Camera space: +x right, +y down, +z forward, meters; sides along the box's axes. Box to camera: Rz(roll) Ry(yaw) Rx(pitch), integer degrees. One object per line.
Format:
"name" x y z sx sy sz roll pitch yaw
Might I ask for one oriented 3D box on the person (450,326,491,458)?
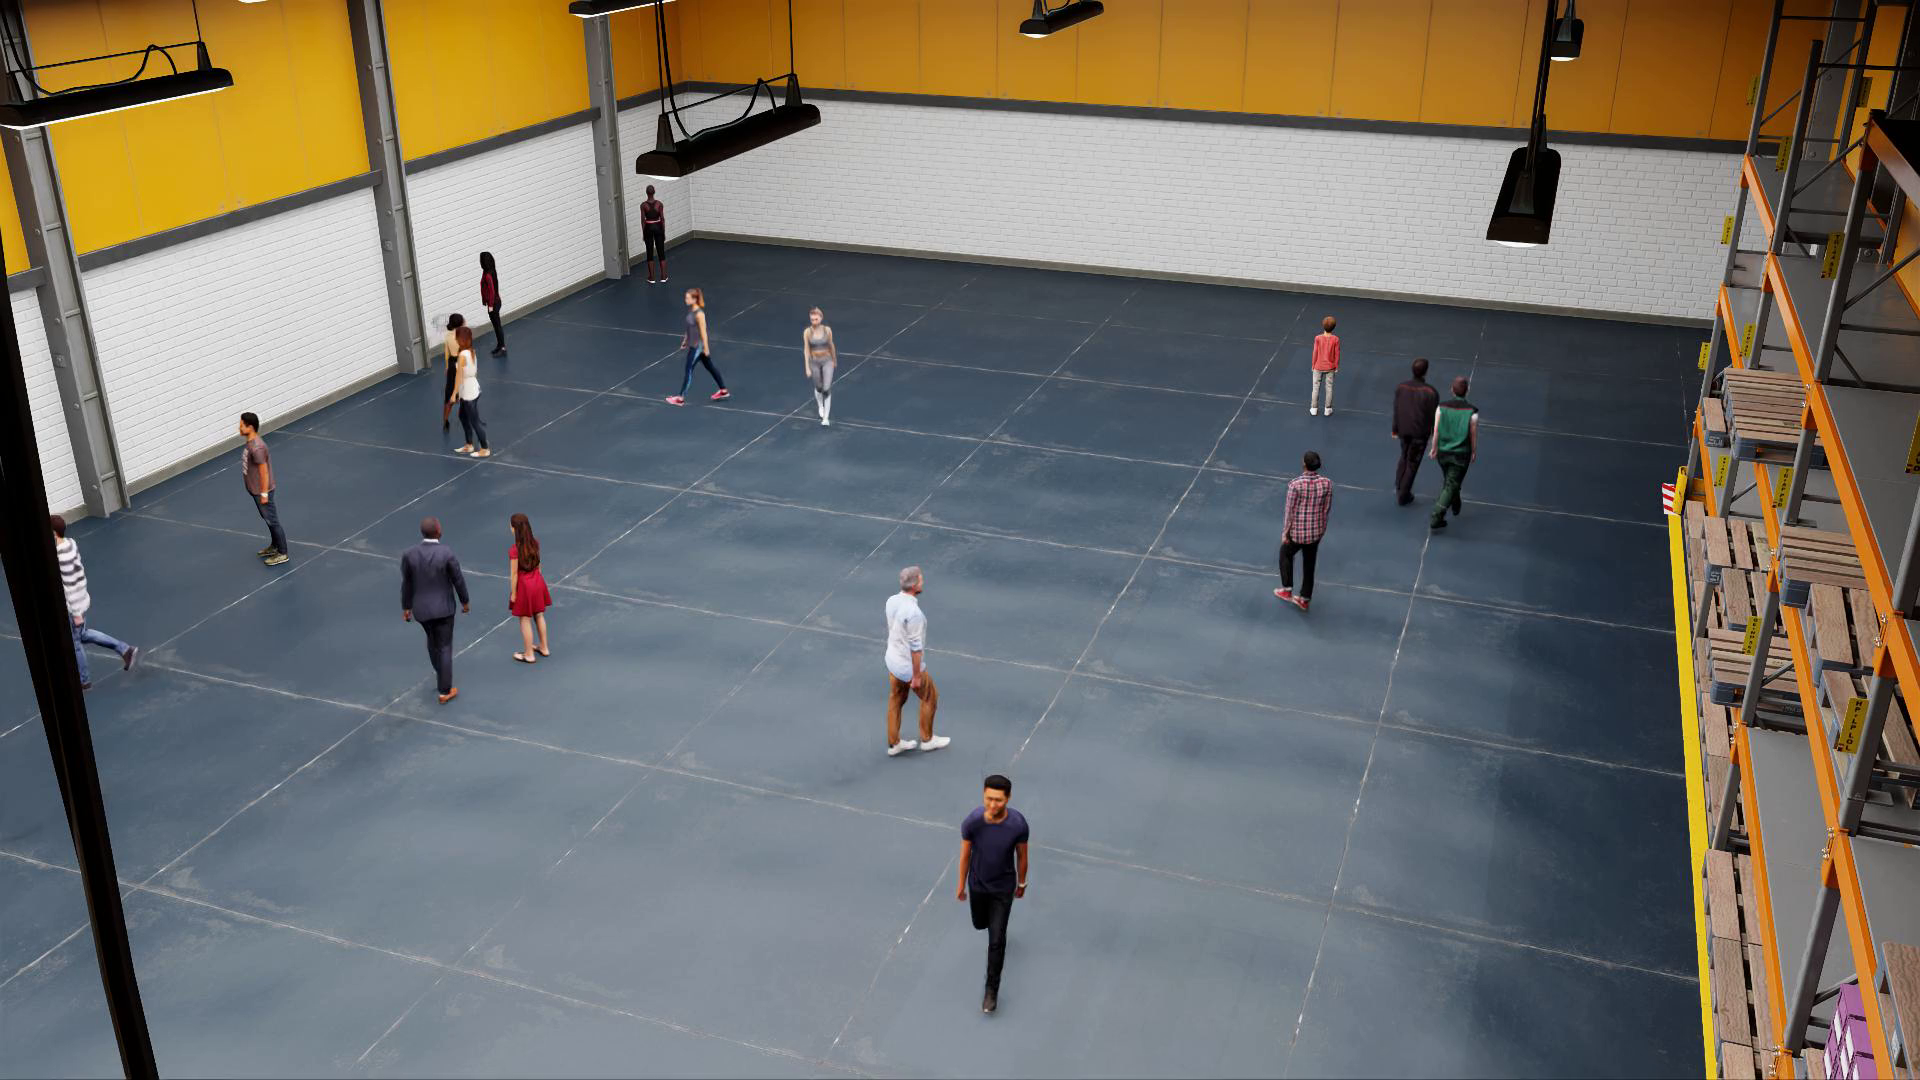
"person" -6.312 -1.909 21.690 0.815 1.770 0.770 -2 24 -4

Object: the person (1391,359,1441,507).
"person" 5.470 -1.287 20.202 0.878 1.824 0.858 -22 32 -40

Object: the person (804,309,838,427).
"person" -1.914 -2.422 23.031 0.877 1.637 1.164 -2 24 -5

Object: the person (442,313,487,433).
"person" -6.891 -2.262 22.681 0.666 1.623 0.777 10 26 22

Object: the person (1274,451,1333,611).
"person" 3.656 -0.076 17.521 0.896 1.752 0.940 -5 24 -12

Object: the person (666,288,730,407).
"person" -3.643 -2.744 23.731 1.143 1.666 1.123 -9 25 -20

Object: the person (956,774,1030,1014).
"person" 0.242 2.401 11.836 0.733 1.766 1.126 5 24 11

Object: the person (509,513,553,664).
"person" -4.294 0.465 16.535 0.662 1.550 0.593 14 27 29

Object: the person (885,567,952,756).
"person" -0.537 1.110 14.736 0.982 1.809 0.919 -14 27 -30

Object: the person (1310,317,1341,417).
"person" 5.124 -2.449 23.369 0.543 1.416 0.497 5 24 11

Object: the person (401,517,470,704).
"person" -4.980 0.701 15.688 0.864 1.797 0.974 2 24 5

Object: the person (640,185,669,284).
"person" -5.523 -5.532 29.993 0.664 1.758 0.701 -7 25 -16

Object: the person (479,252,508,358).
"person" -7.253 -3.677 25.878 0.721 1.656 0.628 -6 24 -14

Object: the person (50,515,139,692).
"person" -8.362 0.593 15.895 1.071 1.828 1.024 -10 25 -21

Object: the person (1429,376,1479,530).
"person" 5.774 -0.974 19.534 0.908 1.786 1.226 18 30 36

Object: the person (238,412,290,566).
"person" -7.826 -0.596 18.677 0.743 1.778 0.708 -14 27 -29
